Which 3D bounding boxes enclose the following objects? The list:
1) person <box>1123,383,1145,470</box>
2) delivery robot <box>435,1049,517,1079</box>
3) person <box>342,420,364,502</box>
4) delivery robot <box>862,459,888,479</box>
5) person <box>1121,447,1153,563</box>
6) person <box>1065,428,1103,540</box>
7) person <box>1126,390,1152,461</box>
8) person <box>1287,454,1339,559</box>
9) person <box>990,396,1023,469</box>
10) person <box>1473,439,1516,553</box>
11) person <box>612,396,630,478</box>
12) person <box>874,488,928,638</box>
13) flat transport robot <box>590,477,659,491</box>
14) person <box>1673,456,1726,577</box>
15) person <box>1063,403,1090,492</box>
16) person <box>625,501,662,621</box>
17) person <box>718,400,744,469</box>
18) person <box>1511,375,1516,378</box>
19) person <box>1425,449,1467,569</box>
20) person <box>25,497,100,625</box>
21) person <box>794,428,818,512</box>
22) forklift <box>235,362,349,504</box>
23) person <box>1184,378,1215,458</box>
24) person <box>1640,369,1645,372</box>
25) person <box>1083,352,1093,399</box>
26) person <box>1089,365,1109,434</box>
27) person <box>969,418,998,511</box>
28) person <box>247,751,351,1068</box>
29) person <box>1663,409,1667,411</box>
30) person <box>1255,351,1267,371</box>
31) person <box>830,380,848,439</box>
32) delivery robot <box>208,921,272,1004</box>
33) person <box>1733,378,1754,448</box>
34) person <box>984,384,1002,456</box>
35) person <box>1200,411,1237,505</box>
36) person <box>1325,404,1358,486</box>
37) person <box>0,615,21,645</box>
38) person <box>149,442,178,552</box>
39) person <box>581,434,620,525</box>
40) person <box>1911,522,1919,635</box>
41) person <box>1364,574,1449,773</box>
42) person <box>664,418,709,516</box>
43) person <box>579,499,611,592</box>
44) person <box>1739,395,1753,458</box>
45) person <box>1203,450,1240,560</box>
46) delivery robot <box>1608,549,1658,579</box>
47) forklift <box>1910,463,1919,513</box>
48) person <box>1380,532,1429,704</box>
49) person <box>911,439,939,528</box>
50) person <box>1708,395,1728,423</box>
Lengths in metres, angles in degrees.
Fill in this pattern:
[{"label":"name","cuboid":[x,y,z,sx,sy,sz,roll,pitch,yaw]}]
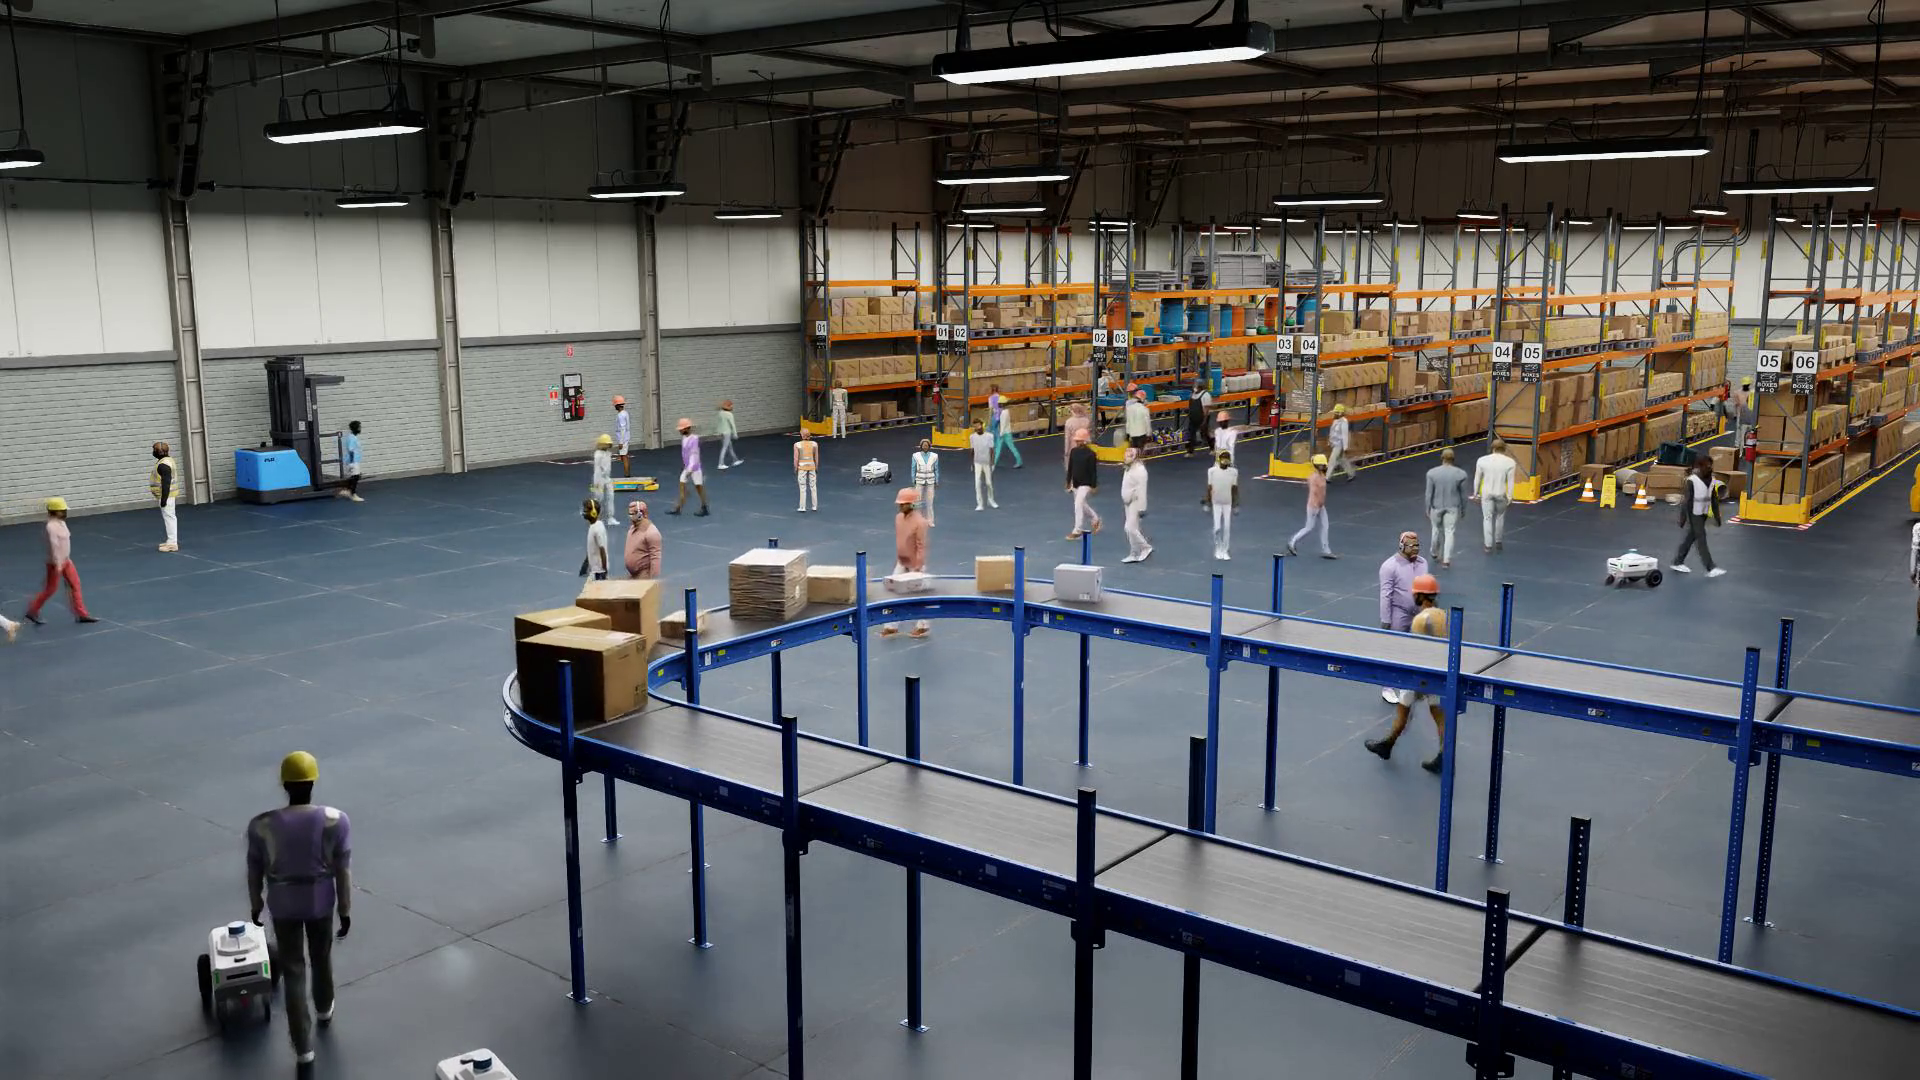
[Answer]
[{"label":"person","cuboid":[4.058,-2.674,36.780,0.387,2.038,0.605,9,14,42]},{"label":"delivery robot","cuboid":[-2.610,3.052,8.580,0.477,0.478,0.707,-7,12,-36]},{"label":"person","cuboid":[-12.350,-1.607,31.799,0.479,1.670,0.542,-2,10,-8]},{"label":"delivery robot","cuboid":[-1.881,-1.553,34.499,0.477,0.478,0.707,5,11,25]},{"label":"person","cuboid":[2.803,-0.554,25.258,0.439,1.897,0.647,-2,10,-10]},{"label":"person","cuboid":[2.213,-1.015,27.668,0.879,1.966,0.621,-7,12,-35]},{"label":"person","cuboid":[4.117,-2.431,35.586,0.610,1.970,0.649,-9,14,-43]},{"label":"person","cuboid":[5.837,-0.568,25.771,0.801,1.742,0.538,7,12,36]},{"label":"person","cuboid":[1.075,-2.537,36.910,0.919,1.715,0.533,0,10,-2]},{"label":"person","cuboid":[9.026,-0.773,26.467,0.651,1.892,0.969,3,11,17]},{"label":"person","cuboid":[-7.451,-2.203,34.417,0.368,1.932,0.551,-1,10,-4]},{"label":"person","cuboid":[-0.746,0.319,20.122,0.845,1.964,0.652,-9,13,-41]},{"label":"flat transport robot","cuboid":[-7.196,-1.200,33.572,1.431,0.197,0.652,-2,10,-12]},{"label":"person","cuboid":[11.549,-0.375,24.320,0.616,1.861,0.990,-6,11,-29]},{"label":"person","cuboid":[2.453,-1.950,33.117,0.646,1.892,0.448,-5,11,-28]},{"label":"person","cuboid":[-3.978,0.458,19.533,0.401,1.904,0.640,-8,13,-37]},{"label":"person","cuboid":[-5.438,-2.509,37.095,0.841,1.594,0.512,-8,13,-39]},{"label":"person","cuboid":[14.771,-3.480,41.809,0.587,1.868,0.671,8,13,37]},{"label":"person","cuboid":[7.790,-0.521,25.104,0.646,1.882,0.992,3,11,17]},{"label":"person","cuboid":[-12.154,0.282,21.010,0.853,1.733,0.536,-1,10,-8]},{"label":"person","cuboid":[-3.004,-1.364,30.525,0.515,1.641,0.315,-5,11,-26]},{"label":"forklift","cuboid":[-13.803,-2.244,32.110,1.129,2.768,1.873,8,13,37]},{"label":"person","cuboid":[6.007,-3.050,39.009,0.847,2.000,0.684,-9,13,-41]},{"label":"person","cuboid":[19.685,-4.015,45.034,0.663,1.784,0.611,3,11,17]},{"label":"person","cuboid":[4.238,-5.139,50.932,0.632,1.940,0.372,7,12,34]},{"label":"person","cuboid":[3.946,-3.988,44.377,0.612,1.962,0.363,9,13,41]},{"label":"person","cuboid":[0.473,-1.508,30.814,0.544,1.836,0.640,3,10,14]},{"label":"person","cuboid":[-4.054,2.232,9.635,0.605,1.880,0.984,-4,11,-22]},{"label":"person","cuboid":[20.369,-4.208,45.423,0.609,2.035,0.404,5,11,25]},{"label":"person","cuboid":[10.391,-5.675,54.374,0.575,1.791,0.784,-4,11,-22]},{"label":"person","cuboid":[-3.345,-3.610,43.201,0.508,1.629,0.314,1,10,3]},{"label":"delivery robot","cuboid":[-4.737,2.750,10.279,0.477,0.478,0.707,-5,11,-27]},{"label":"person","cuboid":[20.425,-3.288,40.700,0.608,1.878,0.981,6,12,30]},{"label":"person","cuboid":[0.816,-3.020,39.305,0.606,1.824,0.606,8,13,37]},{"label":"person","cuboid":[5.182,-1.598,31.128,0.923,1.899,0.548,-9,14,-43]},{"label":"person","cuboid":[8.332,-2.099,34.253,0.916,1.794,0.589,0,10,-2]},{"label":"person","cuboid":[-12.169,0.526,19.415,0.635,1.821,0.774,10,14,44]},{"label":"person","cuboid":[-13.450,-0.742,26.459,0.429,1.844,0.626,-4,11,-23]},{"label":"person","cuboid":[-6.697,-1.131,29.011,0.668,1.709,0.517,4,11,22]},{"label":"person","cuboid":[12.541,0.355,20.142,0.547,1.903,0.941,7,12,34]},{"label":"person","cuboid":[4.387,1.254,15.074,0.563,1.886,0.972,-9,14,-42]},{"label":"person","cuboid":[-5.233,-1.369,29.861,0.968,1.877,0.564,-8,13,-39]},{"label":"person","cuboid":[-4.713,0.359,20.347,0.994,1.823,0.517,-2,10,-12]},{"label":"person","cuboid":[19.643,-2.851,38.913,0.498,1.634,0.280,7,13,36]},{"label":"person","cuboid":[4.281,-0.565,25.545,0.596,1.816,0.514,0,10,-3]},{"label":"delivery robot","cuboid":[10.156,0.379,23.622,0.707,0.478,0.477,-3,10,-17]},{"label":"forklift","cuboid":[19.034,-1.348,28.998,2.313,2.155,1.214,8,13,37]},{"label":"person","cuboid":[4.943,0.848,17.325,0.653,1.906,0.408,-5,11,-27]},{"label":"person","cuboid":[-0.643,-1.048,28.744,0.514,1.642,0.310,-2,10,-10]},{"label":"person","cuboid":[22.831,-4.347,47.279,0.905,1.642,0.545,5,11,27]}]
